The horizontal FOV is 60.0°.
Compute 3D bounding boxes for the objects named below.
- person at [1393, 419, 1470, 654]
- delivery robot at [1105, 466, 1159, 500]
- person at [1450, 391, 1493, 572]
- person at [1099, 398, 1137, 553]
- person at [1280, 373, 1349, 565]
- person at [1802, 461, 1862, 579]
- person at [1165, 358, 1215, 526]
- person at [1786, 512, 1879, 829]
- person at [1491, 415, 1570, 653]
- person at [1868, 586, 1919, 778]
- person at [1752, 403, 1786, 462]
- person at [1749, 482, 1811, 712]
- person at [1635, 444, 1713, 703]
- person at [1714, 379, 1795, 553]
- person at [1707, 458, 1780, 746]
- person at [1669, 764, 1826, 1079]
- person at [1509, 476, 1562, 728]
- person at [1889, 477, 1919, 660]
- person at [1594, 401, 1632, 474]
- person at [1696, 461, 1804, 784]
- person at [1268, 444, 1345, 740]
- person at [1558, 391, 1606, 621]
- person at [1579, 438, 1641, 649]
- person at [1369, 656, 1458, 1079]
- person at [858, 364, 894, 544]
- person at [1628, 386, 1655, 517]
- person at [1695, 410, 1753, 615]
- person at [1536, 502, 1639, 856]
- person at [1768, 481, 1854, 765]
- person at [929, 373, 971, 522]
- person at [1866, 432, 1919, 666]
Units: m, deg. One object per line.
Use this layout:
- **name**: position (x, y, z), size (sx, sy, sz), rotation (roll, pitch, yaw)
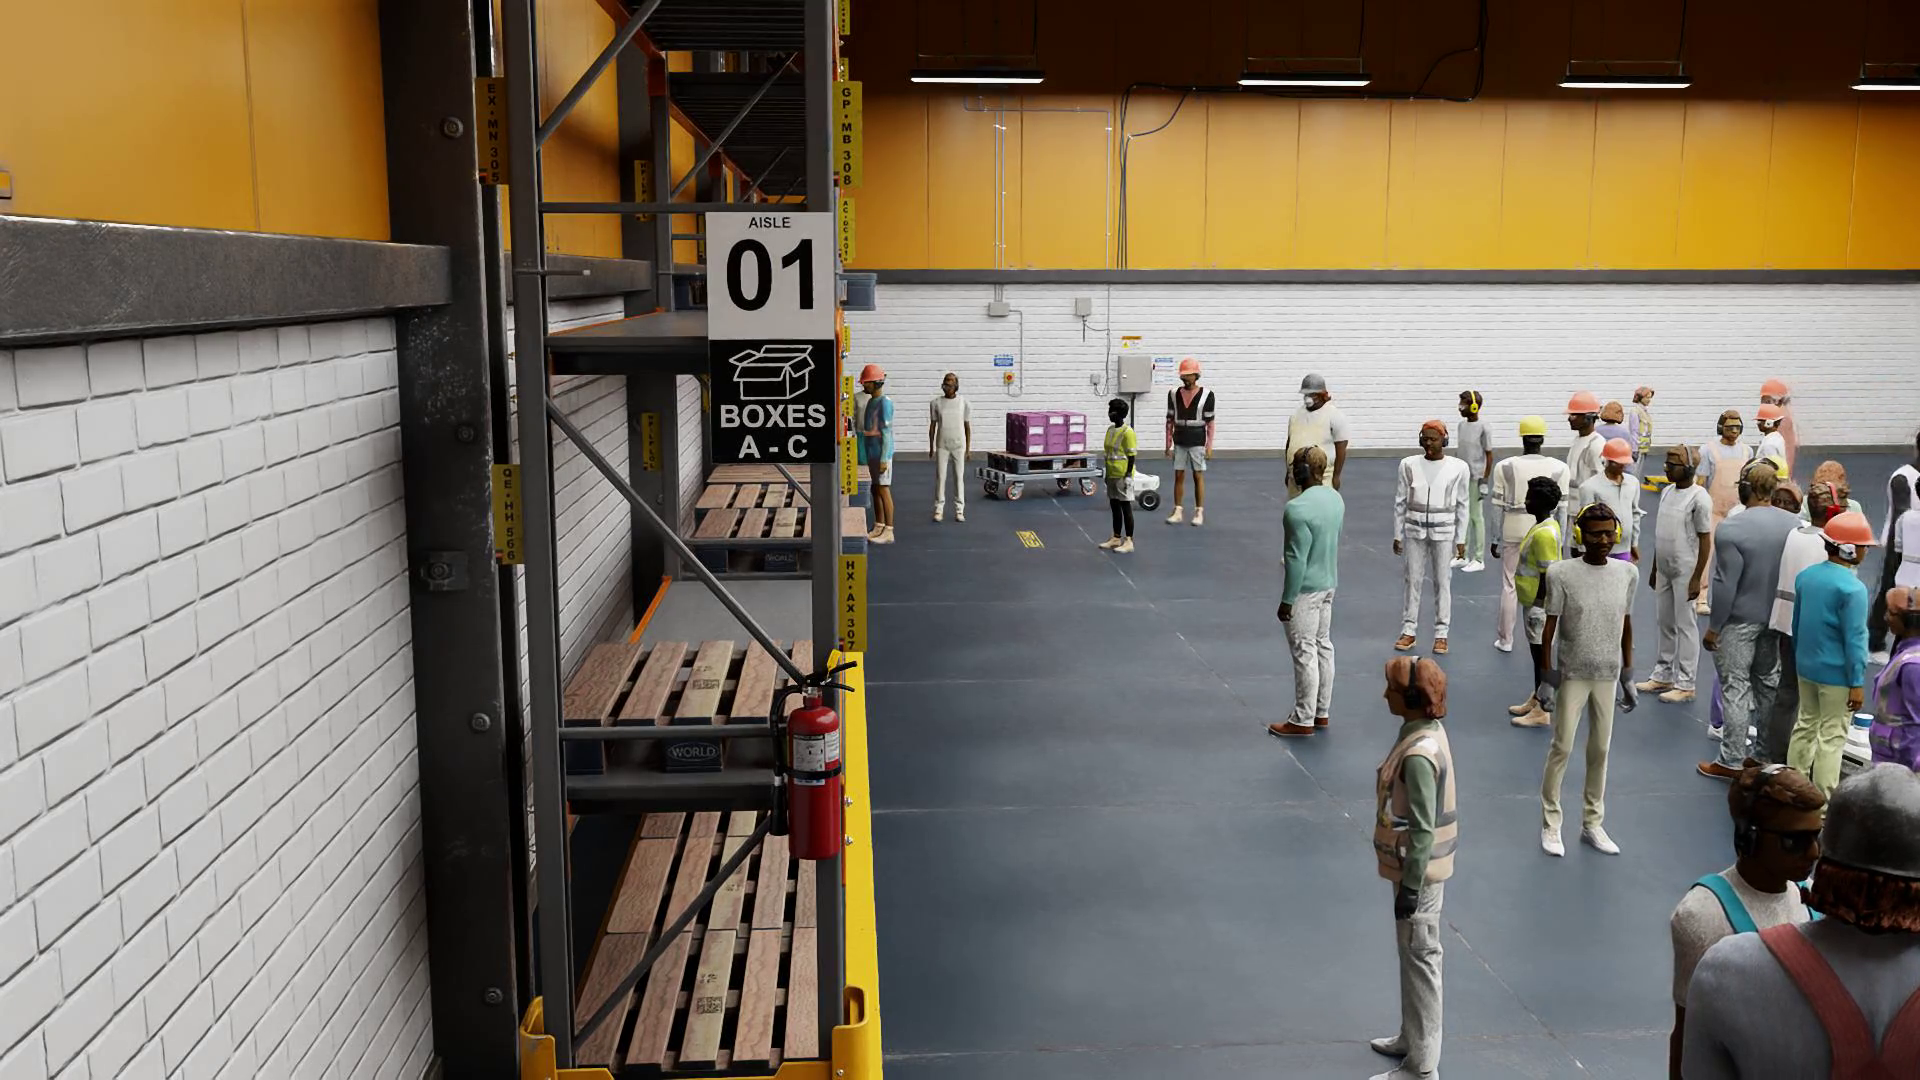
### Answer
- **person**: position (3.780, -0.029, 13.389), size (0.584, 1.882, 0.345), rotation (4, 10, 26)
- **delivery robot**: position (2.230, -0.725, 21.625), size (0.707, 0.478, 0.477), rotation (1, 9, 6)
- **person**: position (5.232, -0.602, 17.061), size (0.329, 1.863, 0.513), rotation (-4, 10, -21)
- **person**: position (1.740, -0.706, 18.221), size (0.319, 1.695, 0.539), rotation (-4, 10, -23)
- **person**: position (3.622, -0.713, 17.194), size (0.688, 2.000, 0.536), rotation (9, 13, 44)
- **person**: position (6.566, 0.210, 12.670), size (0.507, 1.631, 0.266), rotation (7, 11, 36)
- **person**: position (2.768, -1.186, 20.154), size (0.615, 2.040, 0.391), rotation (4, 10, 25)
- **person**: position (4.808, 0.711, 9.147), size (0.339, 1.749, 0.573), rotation (-1, 9, -4)
- **person**: position (4.560, -0.040, 13.356), size (0.586, 1.920, 0.398), rotation (2, 9, 12)
- **person**: position (4.307, 1.017, 7.596), size (0.307, 1.637, 0.525), rotation (5, 10, 29)
- **person**: position (8.106, -0.500, 16.753), size (0.337, 1.749, 0.574), rotation (5, 10, 30)
- **person**: position (5.579, 0.416, 11.361), size (0.513, 1.640, 0.307), rotation (7, 11, 38)
- **person**: position (5.105, 0.234, 11.856), size (0.335, 1.845, 0.513), rotation (-2, 9, -13)
- **person**: position (8.534, -0.726, 17.581), size (1.045, 1.936, 0.648), rotation (6, 11, 34)
- **person**: position (5.115, 0.390, 10.806), size (0.310, 1.868, 0.533), rotation (9, 13, 44)
- **person**: position (1.974, 1.452, 4.210), size (0.517, 1.843, 0.325), rotation (-6, 11, -33)
- **person**: position (3.890, 0.413, 11.200), size (0.315, 1.696, 0.541), rotation (3, 9, 17)
- **person**: position (6.722, 0.351, 11.591), size (0.318, 1.697, 0.535), rotation (-1, 9, -8)
- **person**: position (7.257, -0.734, 18.602), size (0.280, 1.633, 0.503), rotation (-8, 12, -42)
- **person**: position (4.718, 0.492, 9.944), size (0.638, 1.938, 0.357), rotation (-3, 10, -20)
- **person**: position (2.278, 0.337, 10.919), size (0.372, 1.940, 0.630), rotation (7, 11, 36)
- **person**: position (5.336, -0.255, 14.307), size (0.395, 2.042, 0.611), rotation (1, 9, 3)
- **person**: position (5.256, 0.037, 13.432), size (0.574, 1.738, 0.354), rotation (-3, 10, -19)
- **person**: position (1.692, 1.236, 6.215), size (0.310, 1.638, 0.523), rotation (3, 9, 16)
- **person**: position (-0.958, -0.968, 18.837), size (0.394, 2.037, 0.603), rotation (-4, 10, -23)
- **person**: position (8.552, -1.117, 20.987), size (0.311, 1.639, 0.513), rotation (6, 11, 32)
- **person**: position (6.815, -0.244, 14.857), size (0.514, 1.845, 0.336), rotation (-1, 9, -6)
- **person**: position (3.292, 0.726, 8.698), size (0.538, 1.869, 0.313), rotation (-1, 9, -4)
- **person**: position (4.957, 0.575, 9.710), size (0.396, 1.847, 0.564), rotation (-1, 9, -9)
- **person**: position (-0.121, -1.136, 20.469), size (0.515, 1.841, 0.326), rotation (0, 9, -1)
- **person**: position (7.343, 0.091, 12.641), size (0.587, 1.879, 0.917), rotation (-4, 10, -24)
